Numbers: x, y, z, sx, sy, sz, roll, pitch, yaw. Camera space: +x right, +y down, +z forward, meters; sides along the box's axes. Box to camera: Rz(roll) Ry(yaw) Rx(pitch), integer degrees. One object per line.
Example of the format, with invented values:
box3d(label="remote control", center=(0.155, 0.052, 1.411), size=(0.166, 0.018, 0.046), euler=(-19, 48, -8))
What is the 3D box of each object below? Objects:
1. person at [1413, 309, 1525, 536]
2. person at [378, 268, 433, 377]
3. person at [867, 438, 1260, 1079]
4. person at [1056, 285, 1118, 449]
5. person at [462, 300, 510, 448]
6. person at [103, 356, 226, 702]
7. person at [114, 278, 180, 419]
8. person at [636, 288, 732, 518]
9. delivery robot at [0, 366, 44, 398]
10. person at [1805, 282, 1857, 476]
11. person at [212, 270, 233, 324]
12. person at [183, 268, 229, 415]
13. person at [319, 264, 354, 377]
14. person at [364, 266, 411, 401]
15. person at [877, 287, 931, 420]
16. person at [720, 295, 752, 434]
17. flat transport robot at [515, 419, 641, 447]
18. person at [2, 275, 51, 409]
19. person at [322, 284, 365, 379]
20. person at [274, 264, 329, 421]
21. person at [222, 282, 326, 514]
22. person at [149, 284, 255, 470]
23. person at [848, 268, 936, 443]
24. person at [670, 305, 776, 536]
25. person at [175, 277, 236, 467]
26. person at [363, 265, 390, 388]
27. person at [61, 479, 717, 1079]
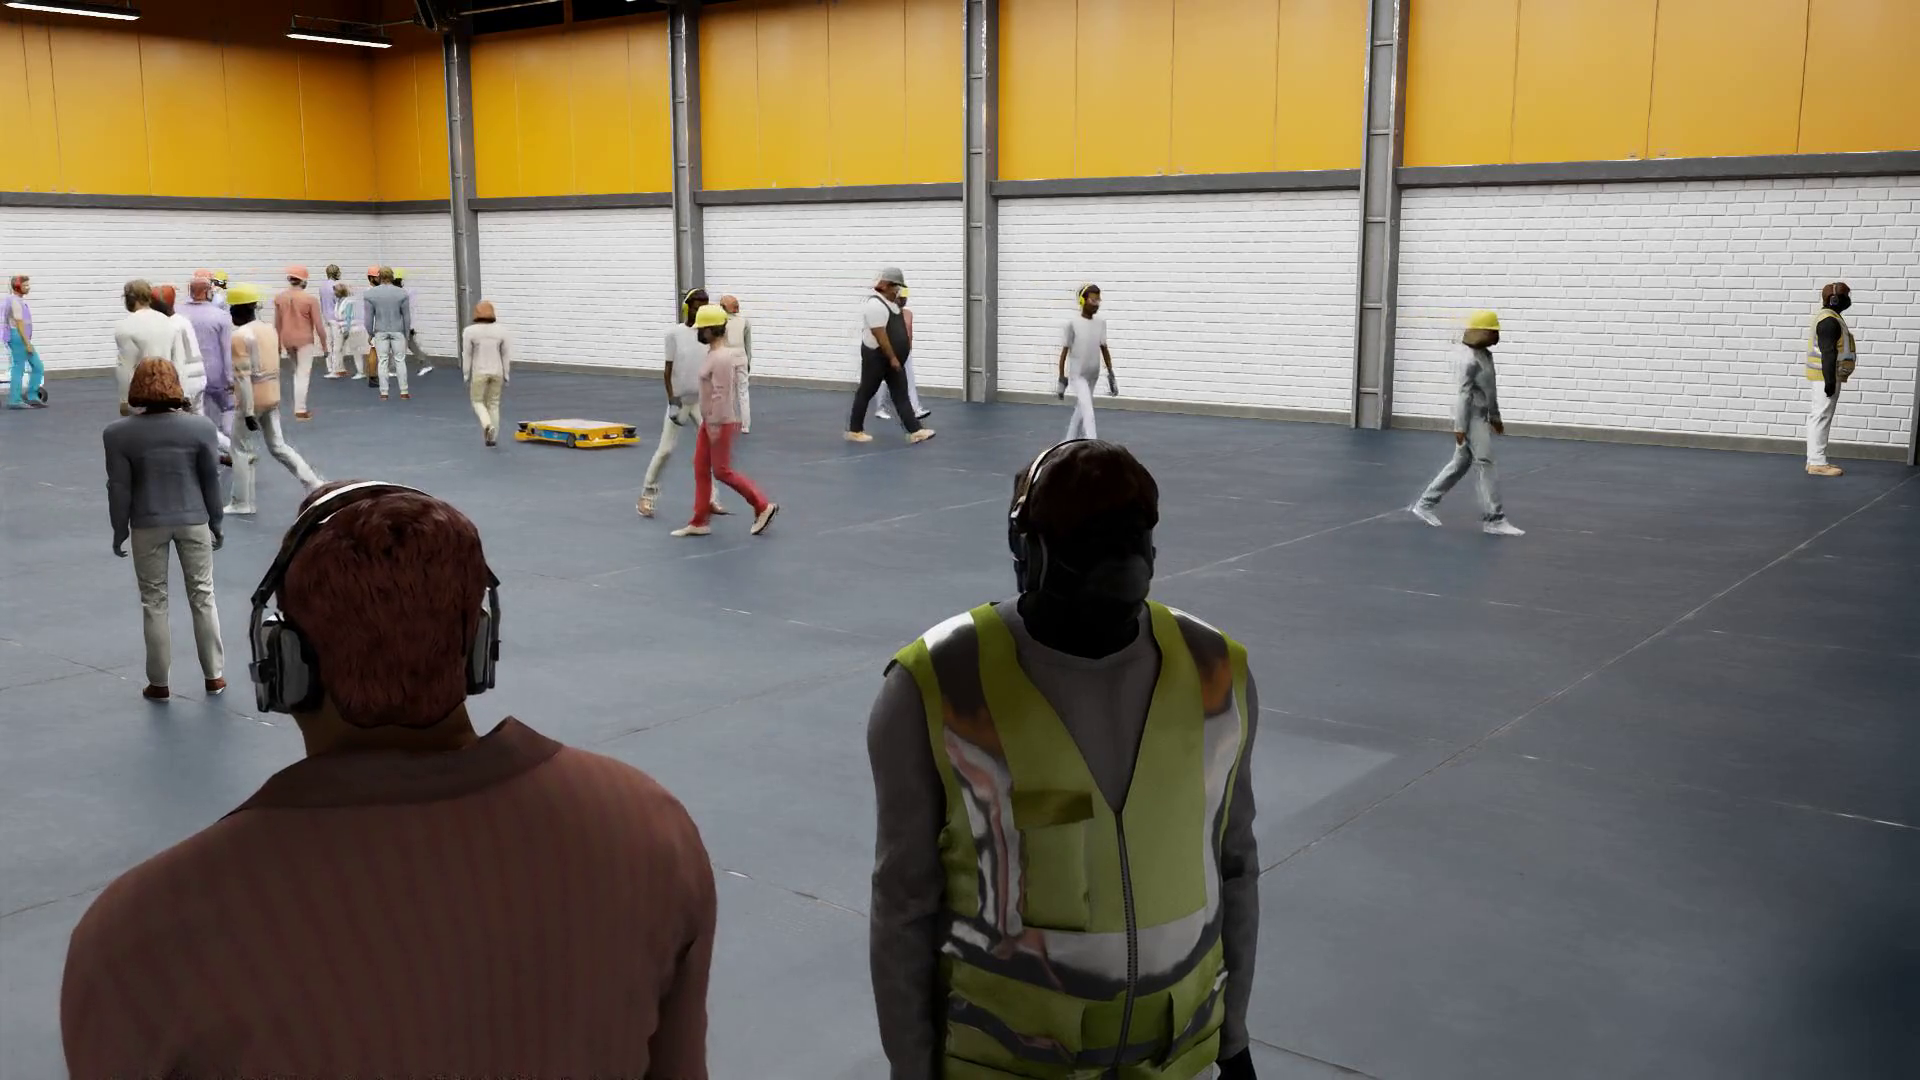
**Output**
box3d(label="person", center=(3.882, -0.910, 12.675), size=(0.865, 1.708, 0.492), euler=(6, 11, 29))
box3d(label="person", center=(-9.613, -3.761, 28.804), size=(0.985, 1.884, 0.599), euler=(-7, 12, -36))
box3d(label="person", center=(0.176, 0.765, 2.523), size=(0.625, 1.846, 0.429), euler=(-3, 10, -17))
box3d(label="person", center=(1.269, -1.538, 16.030), size=(0.526, 1.808, 0.978), euler=(-8, 12, -38))
box3d(label="person", center=(-5.123, -1.789, 18.045), size=(0.515, 1.619, 0.448), euler=(-5, 11, -29))
box3d(label="person", center=(-3.748, -0.050, 7.878), size=(0.498, 1.633, 0.282), euler=(-6, 11, -31))
box3d(label="person", center=(-6.705, -1.212, 13.828), size=(0.598, 1.922, 0.630), euler=(3, 10, 15))
box3d(label="person", center=(-2.239, -1.093, 13.364), size=(0.773, 1.842, 0.535), euler=(-8, 13, -39))
box3d(label="delivery robot", center=(-13.178, -2.185, 23.173), size=(0.707, 0.478, 0.477), euler=(-7, 12, -35))
box3d(label="person", center=(8.360, -1.547, 15.988), size=(0.429, 1.846, 0.625), euler=(4, 11, 23))
box3d(label="person", center=(-13.098, -3.873, 29.557), size=(0.589, 1.834, 0.404), euler=(9, 13, 42))
box3d(label="person", center=(-9.892, -2.606, 21.901), size=(0.542, 1.929, 0.368), euler=(-5, 11, -25))
box3d(label="person", center=(-10.755, -3.766, 28.626), size=(0.633, 1.939, 0.368), euler=(8, 13, 39))
box3d(label="person", center=(-8.245, -2.972, 24.002), size=(0.629, 1.940, 0.376), euler=(-3, 10, -16))
box3d(label="person", center=(-0.754, -2.373, 21.145), size=(0.566, 1.722, 0.894), euler=(-8, 13, -39))
box3d(label="person", center=(-2.661, -2.035, 19.426), size=(0.513, 1.638, 0.309), euler=(-7, 12, -35))
box3d(label="flat transport robot", center=(-4.273, -1.202, 18.545), size=(1.431, 0.197, 0.652), euler=(8, 13, 40))
box3d(label="person", center=(-12.702, -2.685, 22.652), size=(0.634, 1.819, 0.581), euler=(-4, 11, -23))
box3d(label="person", center=(-10.416, -3.493, 28.023), size=(0.519, 1.604, 0.769), euler=(8, 13, 39))
box3d(label="person", center=(-8.398, -2.528, 21.301), size=(0.650, 1.971, 0.682), euler=(3, 10, 15))
box3d(label="person", center=(-5.614, -1.132, 13.433), size=(0.860, 1.897, 0.591), euler=(2, 10, 12))
box3d(label="person", center=(-6.846, -1.370, 14.939), size=(0.762, 1.856, 0.601), euler=(-2, 10, -10))
box3d(label="person", center=(-0.822, -2.085, 18.544), size=(1.069, 2.000, 0.675), euler=(5, 11, 25))
box3d(label="person", center=(-1.781, -0.879, 12.402), size=(0.740, 1.742, 0.533), euler=(-3, 10, -17))
box3d(label="person", center=(-7.341, -1.610, 16.238), size=(0.646, 1.891, 0.505), euler=(0, 10, -1))
box3d(label="person", center=(-9.281, -3.391, 26.464), size=(0.374, 1.929, 0.551), euler=(-4, 10, -21))
box3d(label="person", center=(-0.539, 0.885, 1.714), size=(0.421, 1.893, 0.654), euler=(9, 13, 43))
